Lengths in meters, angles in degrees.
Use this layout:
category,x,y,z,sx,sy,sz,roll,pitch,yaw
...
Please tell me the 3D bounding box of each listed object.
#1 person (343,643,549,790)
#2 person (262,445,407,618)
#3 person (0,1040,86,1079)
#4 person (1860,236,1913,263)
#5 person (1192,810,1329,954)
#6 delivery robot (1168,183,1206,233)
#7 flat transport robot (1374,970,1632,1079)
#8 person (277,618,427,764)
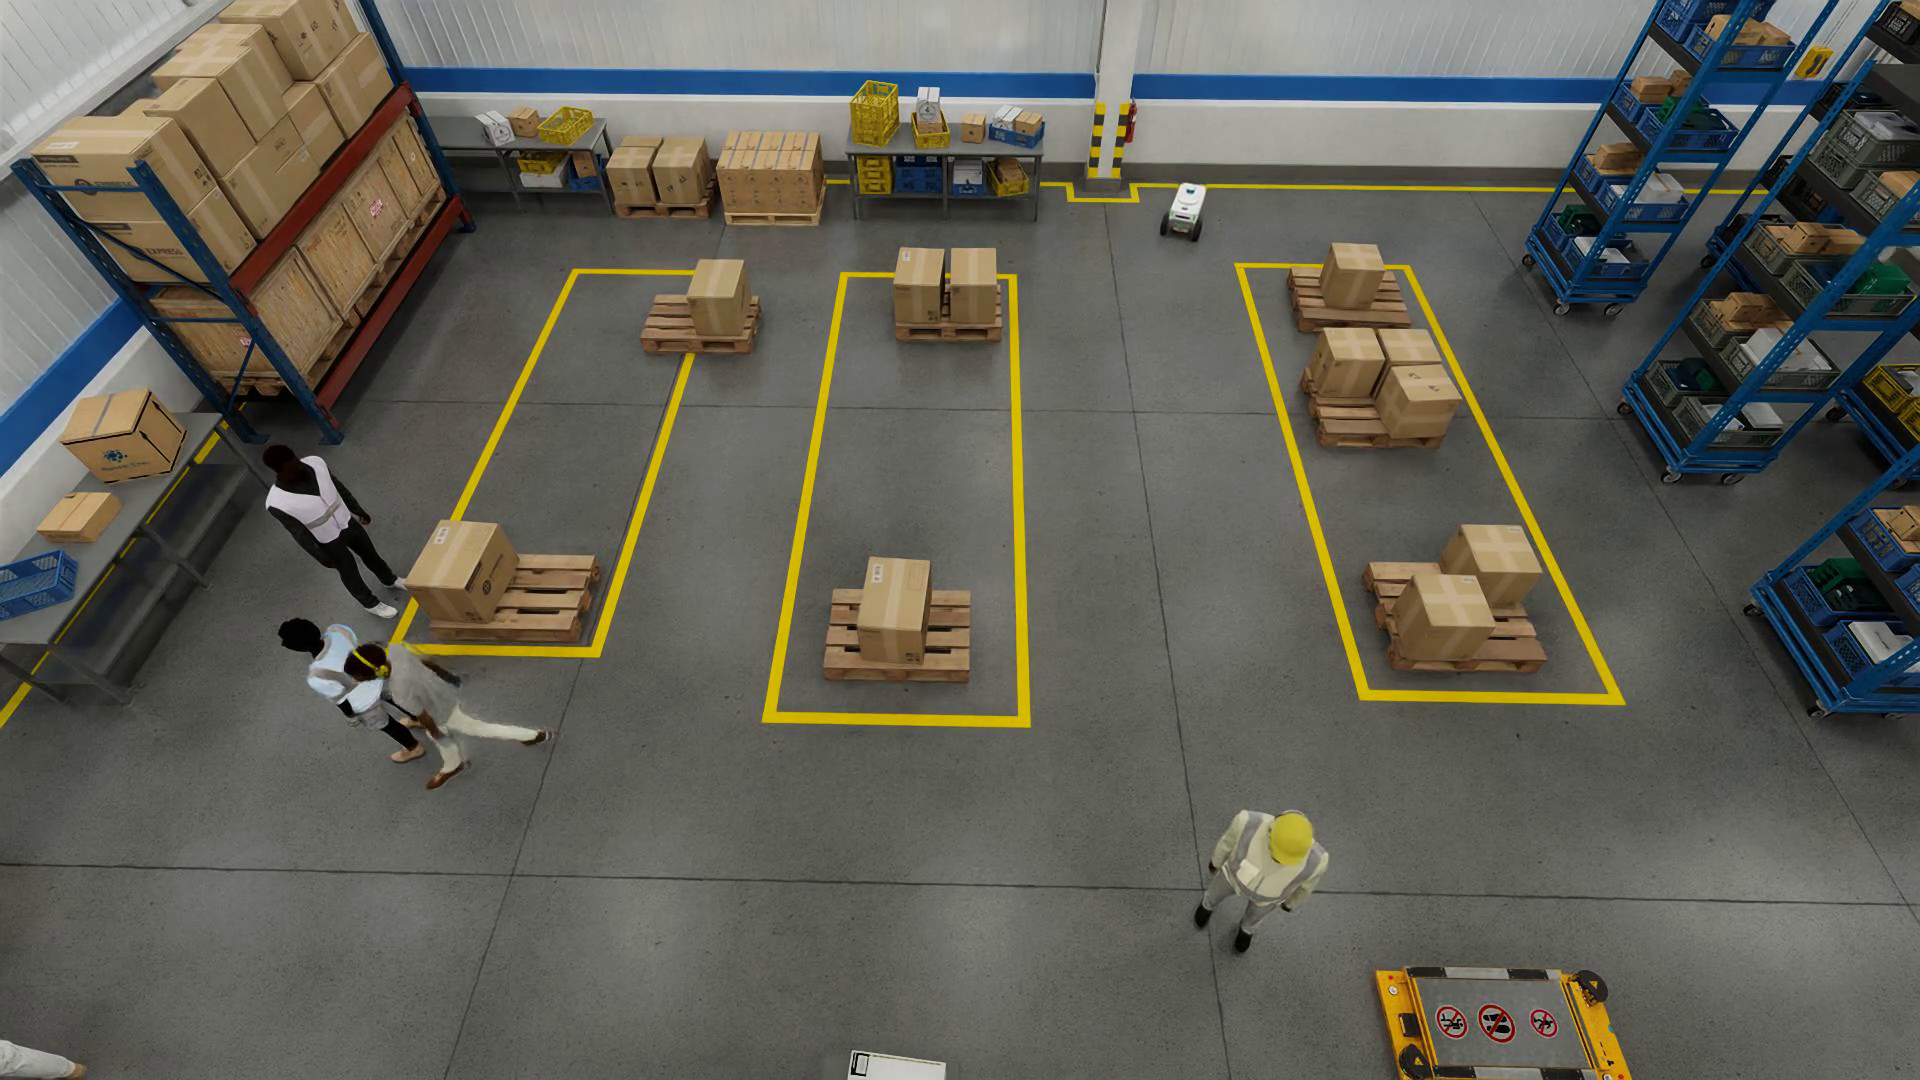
category,x,y,z,sx,sy,sz,roll,pitch,yaw
person,-3.682,1.158,6.546,0.918,1.812,0.567,-24,55,-19
person,-5.119,-0.082,7.487,0.384,1.910,0.592,8,51,6
person,-5.698,2.963,5.046,0.430,1.844,0.624,-5,51,-4
person,10.360,-3.522,10.268,0.665,1.959,0.686,9,51,7
person,1.853,2.119,5.747,0.594,1.823,0.403,25,55,19
delivery robot,2.909,-4.285,11.721,0.477,0.478,0.707,16,53,12
flat transport robot,3.501,3.133,5.914,1.431,0.197,0.652,1,51,1
person,-4.358,1.087,6.666,0.322,1.698,0.533,-5,51,-4
